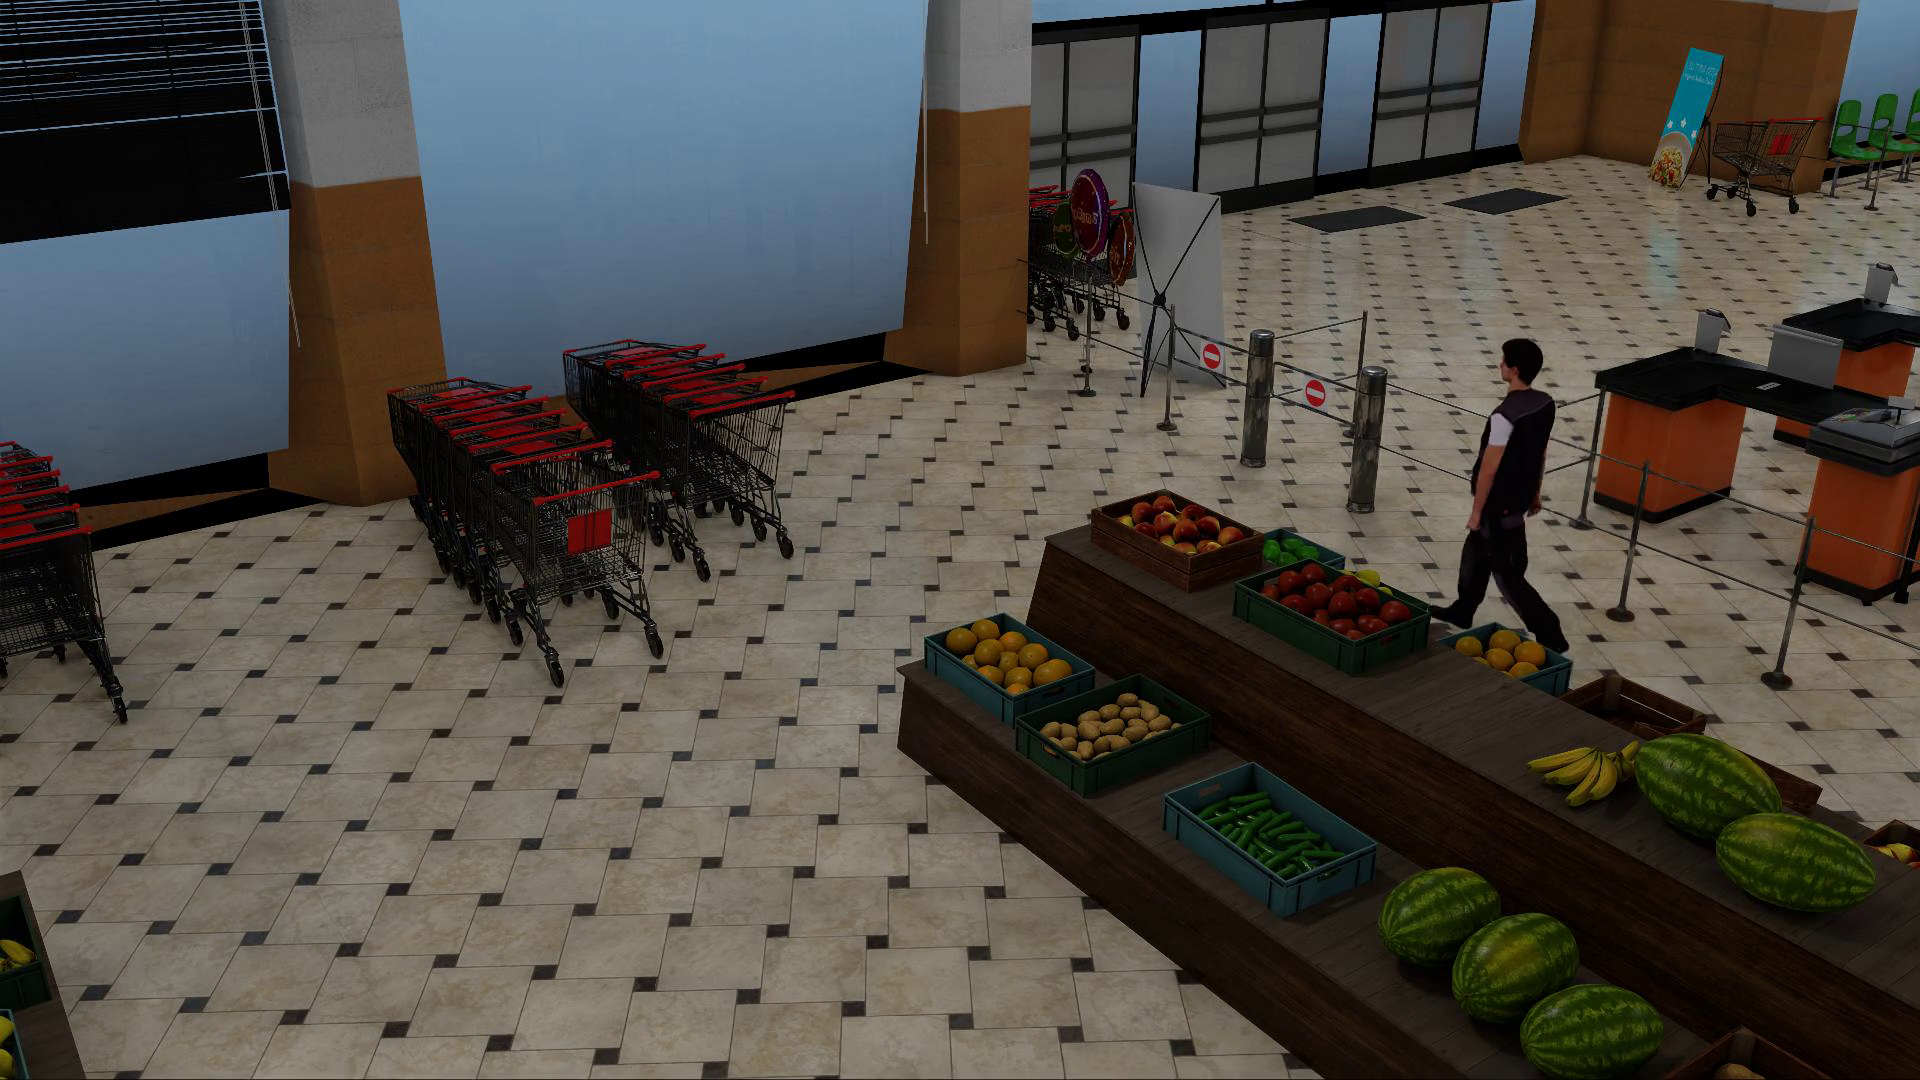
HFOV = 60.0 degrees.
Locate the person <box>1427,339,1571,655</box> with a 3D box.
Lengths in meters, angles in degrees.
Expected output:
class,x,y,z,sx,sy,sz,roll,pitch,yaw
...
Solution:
class,x,y,z,sx,sy,sz,roll,pitch,yaw
person,3.121,-0.177,9.236,0.787,1.812,1.212,-22,32,-40
